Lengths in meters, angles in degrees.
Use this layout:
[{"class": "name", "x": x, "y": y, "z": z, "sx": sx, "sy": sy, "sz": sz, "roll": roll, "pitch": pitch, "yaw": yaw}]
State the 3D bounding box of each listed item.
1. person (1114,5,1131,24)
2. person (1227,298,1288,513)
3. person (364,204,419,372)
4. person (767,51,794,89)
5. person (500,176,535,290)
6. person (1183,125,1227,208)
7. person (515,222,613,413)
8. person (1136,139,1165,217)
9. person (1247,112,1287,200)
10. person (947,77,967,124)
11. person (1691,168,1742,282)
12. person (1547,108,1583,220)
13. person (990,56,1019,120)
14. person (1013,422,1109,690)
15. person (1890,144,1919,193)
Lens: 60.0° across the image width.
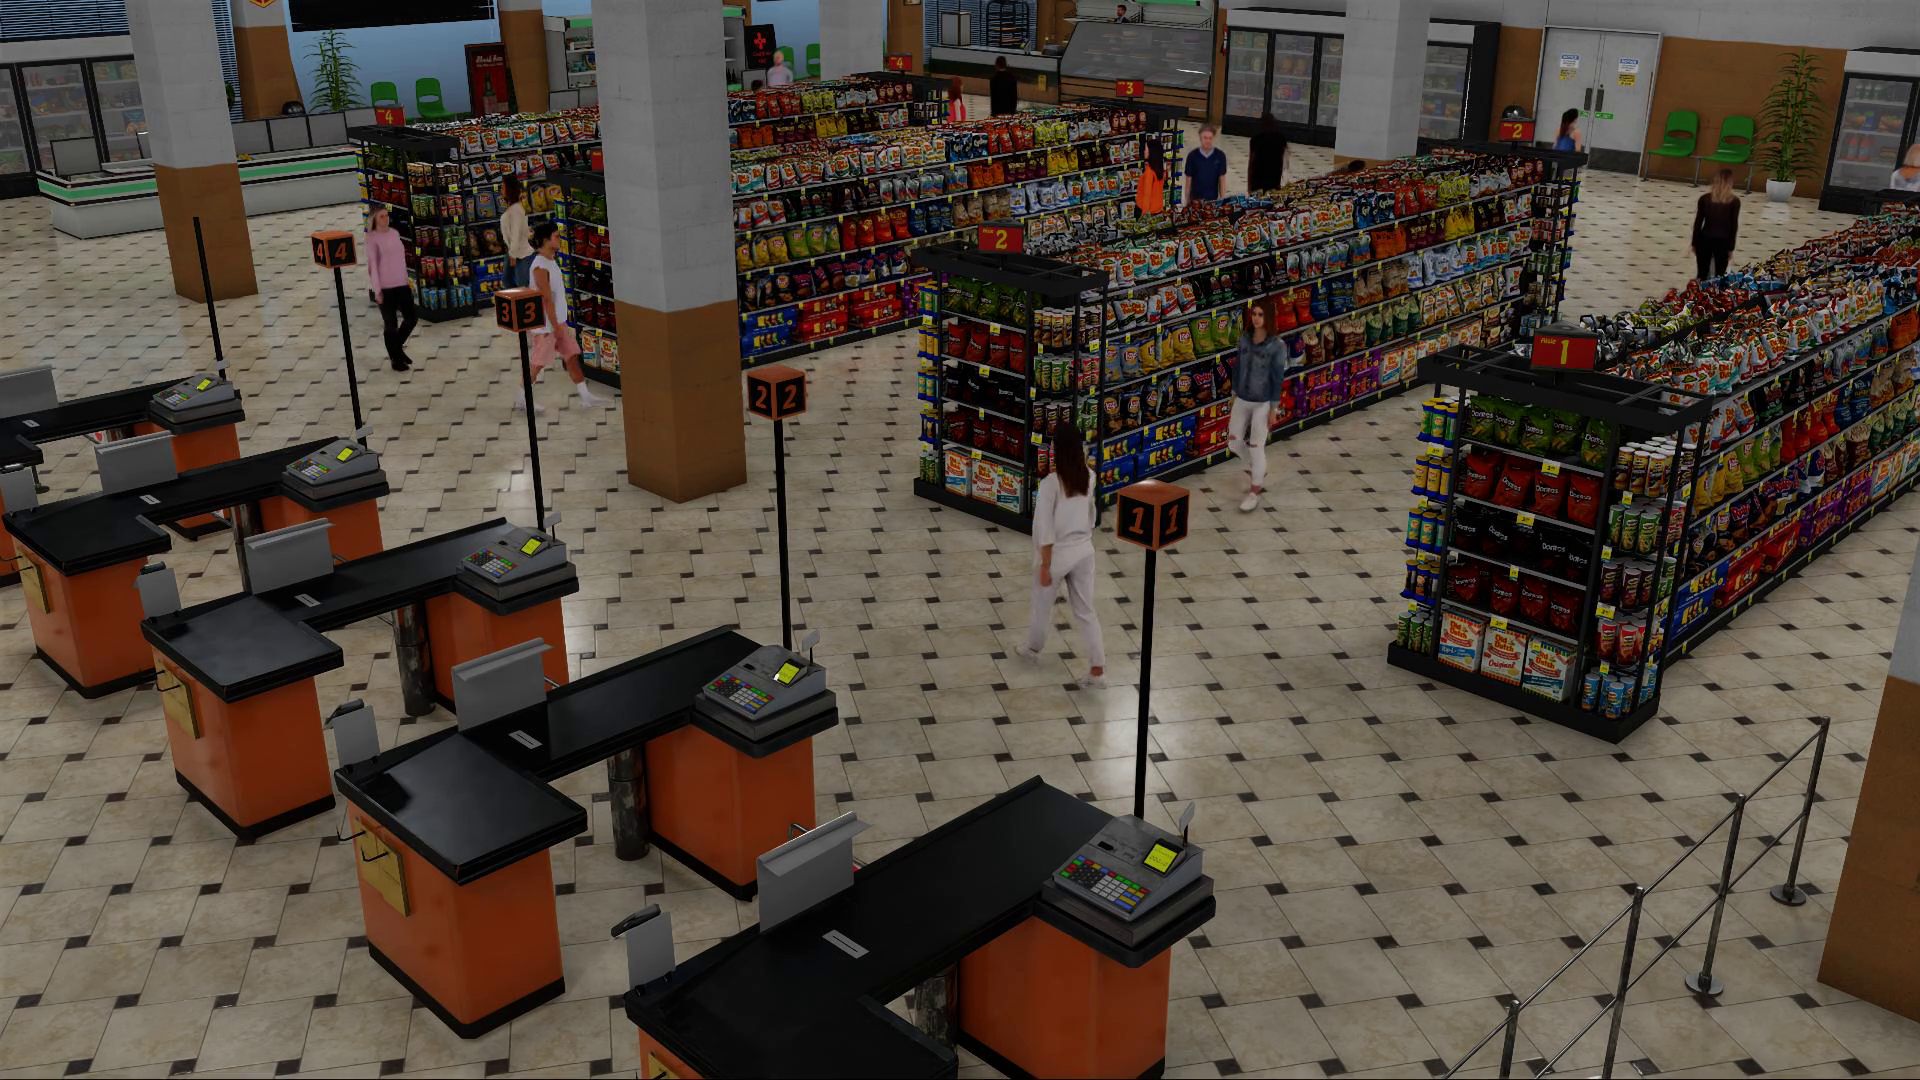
[{"class": "person", "x": 3.726, "y": -11.419, "z": 38.502, "sx": 0.584, "sy": 1.867, "sz": 0.629, "roll": -19, "pitch": 29, "yaw": -40}, {"class": "person", "x": 2.351, "y": -1.072, "z": 12.989, "sx": 0.622, "sy": 1.689, "sz": 0.723, "roll": 19, "pitch": 29, "yaw": 40}, {"class": "person", "x": -5.745, "y": -2.528, "z": 16.630, "sx": 0.726, "sy": 1.676, "sz": 0.608, "roll": 14, "pitch": 26, "yaw": 30}, {"class": "person", "x": -3.084, "y": -7.585, "z": 29.019, "sx": 0.877, "sy": 1.823, "sz": 0.983, "roll": 7, "pitch": 23, "yaw": 17}, {"class": "person", "x": -4.733, "y": -3.128, "z": 18.128, "sx": 0.772, "sy": 1.673, "sz": 0.747, "roll": -8, "pitch": 23, "yaw": -18}, {"class": "person", "x": 2.989, "y": -4.167, "z": 20.522, "sx": 1.236, "sy": 1.816, "sz": 1.246, "roll": -1, "pitch": 22, "yaw": -3}, {"class": "person", "x": -3.834, "y": -1.980, "z": 15.177, "sx": 1.141, "sy": 1.742, "sz": 1.117, "roll": 1, "pitch": 22, "yaw": 2}, {"class": "person", "x": 2.323, "y": -3.955, "z": 20.085, "sx": 0.754, "sy": 1.748, "sz": 0.625, "roll": 8, "pitch": 23, "yaw": 20}, {"class": "person", "x": 4.010, "y": -4.642, "z": 21.715, "sx": 0.824, "sy": 1.808, "sz": 0.894, "roll": -4, "pitch": 22, "yaw": -9}, {"class": "person", "x": -0.079, "y": -6.142, "z": 25.424, "sx": 0.664, "sy": 1.825, "sz": 0.678, "roll": -7, "pitch": 23, "yaw": -18}, {"class": "person", "x": 8.290, "y": -3.229, "z": 18.351, "sx": 0.678, "sy": 1.694, "sz": 0.707, "roll": 15, "pitch": 26, "yaw": 33}, {"class": "person", "x": 8.549, "y": -5.311, "z": 23.660, "sx": 0.613, "sy": 1.598, "sz": 0.603, "roll": -17, "pitch": 27, "yaw": -36}, {"class": "person", "x": 0.768, "y": -7.007, "z": 27.521, "sx": 1.304, "sy": 1.867, "sz": 1.116, "roll": -8, "pitch": 23, "yaw": -19}, {"class": "person", "x": 0.692, "y": 0.139, "z": 10.032, "sx": 1.066, "sy": 1.648, "sz": 0.807, "roll": -15, "pitch": 26, "yaw": -33}, {"class": "person", "x": 11.189, "y": -3.821, "z": 19.750, "sx": 0.498, "sy": 1.750, "sz": 0.562, "roll": -20, "pitch": 29, "yaw": -40}]
